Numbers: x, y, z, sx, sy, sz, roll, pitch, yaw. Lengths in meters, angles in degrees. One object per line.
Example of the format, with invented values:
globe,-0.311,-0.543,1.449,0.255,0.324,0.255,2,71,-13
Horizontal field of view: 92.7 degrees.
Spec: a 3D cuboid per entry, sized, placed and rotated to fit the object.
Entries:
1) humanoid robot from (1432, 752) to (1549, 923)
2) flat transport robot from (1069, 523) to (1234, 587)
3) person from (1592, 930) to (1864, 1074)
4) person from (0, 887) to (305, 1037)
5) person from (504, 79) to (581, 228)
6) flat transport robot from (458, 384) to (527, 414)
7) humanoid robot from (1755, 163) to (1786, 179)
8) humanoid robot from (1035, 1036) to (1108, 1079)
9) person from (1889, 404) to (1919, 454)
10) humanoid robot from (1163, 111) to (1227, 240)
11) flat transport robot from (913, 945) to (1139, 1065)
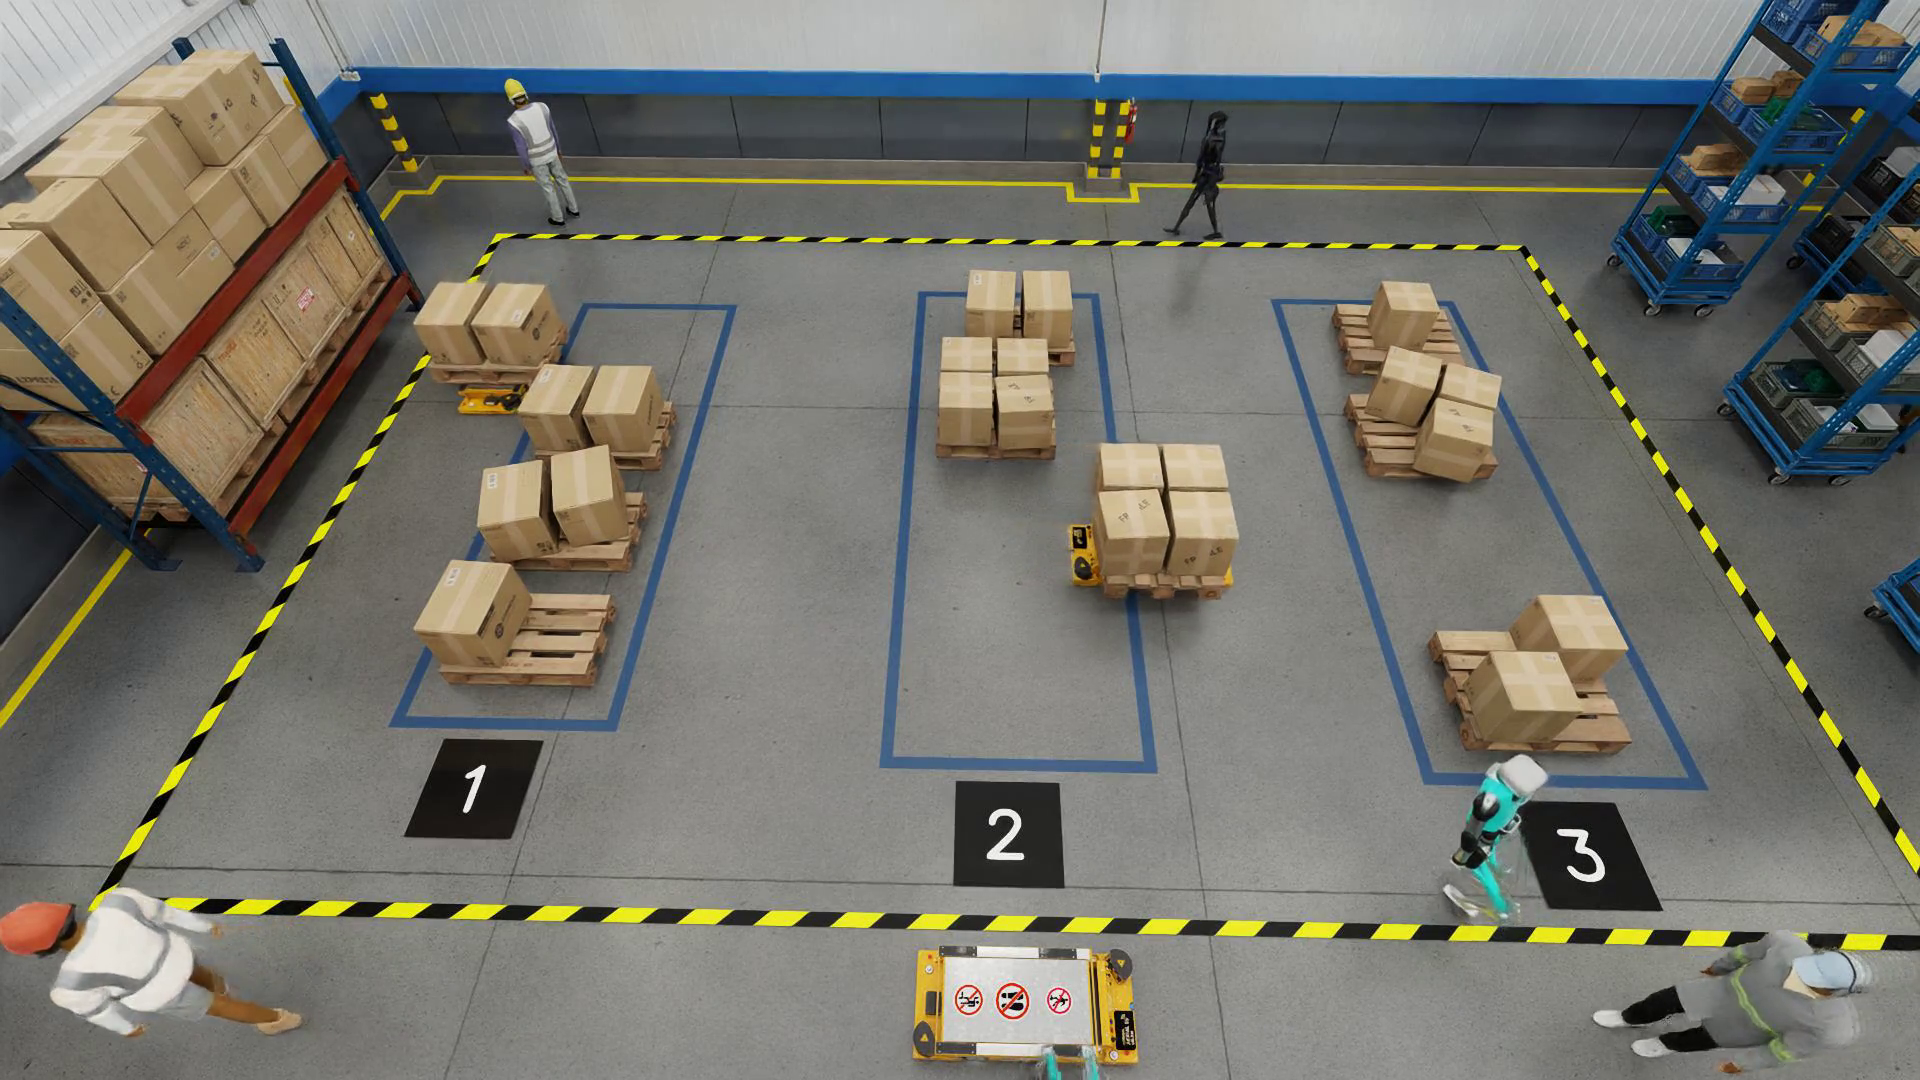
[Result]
humanoid robot,3.472,2.046,5.882,0.558,1.789,0.805,-32,58,-23
flat transport robot,1.740,0.107,8.380,1.431,0.197,0.652,1,51,1
person,4.376,2.715,5.262,0.596,1.836,0.599,-4,51,-3
person,-4.707,2.510,5.323,0.618,2.037,0.617,-1,51,-1
person,-5.206,-4.777,11.377,0.404,1.822,0.587,28,56,21
flat transport robot,-4.939,-1.933,10.044,0.652,0.197,1.431,1,51,1
humanoid robot,9.818,-4.634,11.383,0.586,1.640,0.729,11,52,9
humanoid robot,0.688,2.984,5.133,0.530,1.801,0.803,3,51,3
person,9.683,-1.694,8.814,0.545,1.909,0.576,14,52,11
humanoid robot,2.997,-4.405,11.193,0.767,1.629,0.584,-7,51,-6
flat transport robot,0.422,3.041,6.007,1.431,0.231,0.659,1,51,1
